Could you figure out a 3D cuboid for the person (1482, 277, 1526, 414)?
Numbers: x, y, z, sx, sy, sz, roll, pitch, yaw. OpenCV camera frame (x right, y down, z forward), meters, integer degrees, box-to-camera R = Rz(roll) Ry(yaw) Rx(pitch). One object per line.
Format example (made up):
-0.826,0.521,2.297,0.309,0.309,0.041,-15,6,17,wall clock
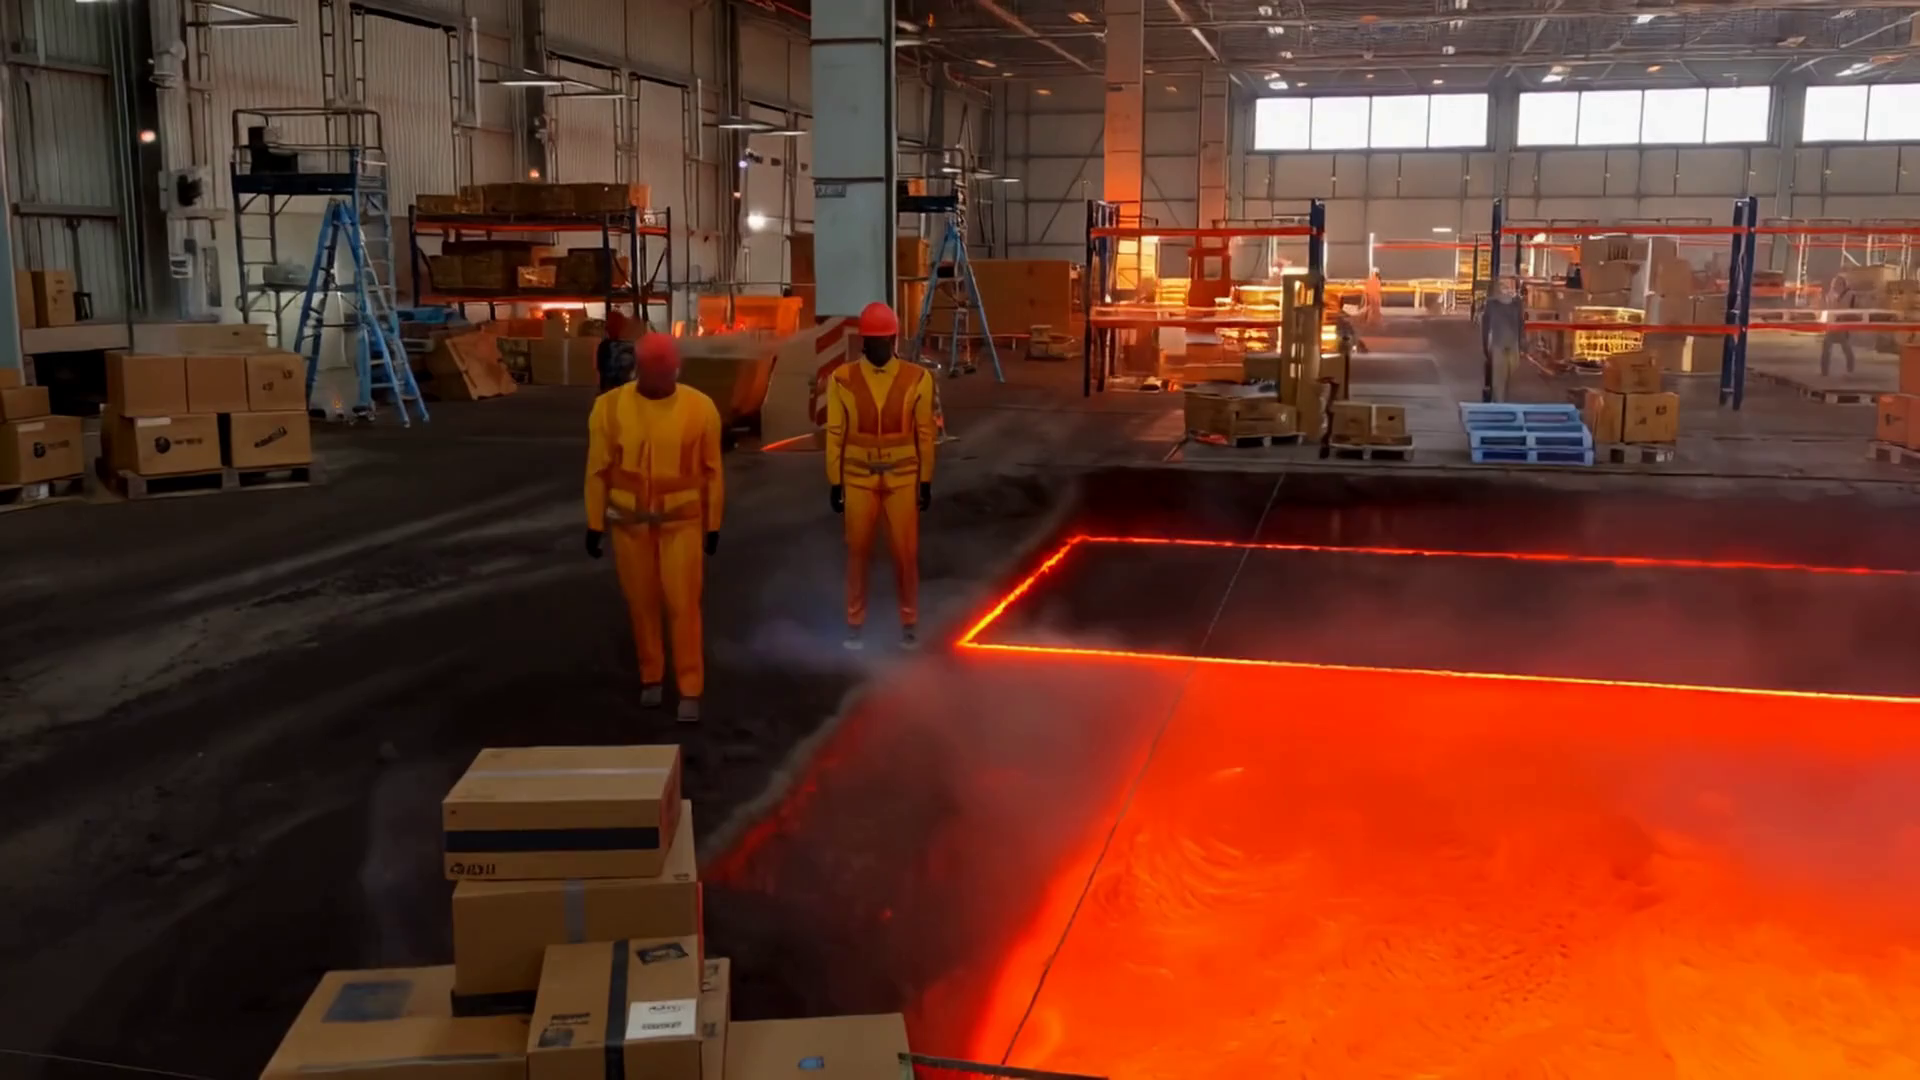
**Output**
7.276,-2.574,22.377,0.631,1.927,0.593,-2,10,-12,person

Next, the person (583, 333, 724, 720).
-1.446,-0.054,7.851,0.645,1.812,0.743,-1,10,-4,person

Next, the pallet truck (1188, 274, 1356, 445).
3.653,-2.138,19.590,1.885,1.965,0.823,-4,10,-20,pallet truck

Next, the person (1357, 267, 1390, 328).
12.759,-7.470,51.327,1.039,1.888,0.652,0,10,1,person

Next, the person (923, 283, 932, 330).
-0.866,-7.345,50.459,0.544,1.929,0.386,-7,12,-36,person

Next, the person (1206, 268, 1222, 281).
8.157,-7.718,52.859,0.606,1.850,0.869,-3,10,-20,person

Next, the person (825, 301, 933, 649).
-0.448,-0.345,9.223,0.601,1.939,0.411,-1,10,-3,person

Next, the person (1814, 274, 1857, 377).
16.088,-3.911,30.381,0.951,1.880,0.600,-5,11,-26,person

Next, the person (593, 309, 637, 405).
-3.336,-1.418,16.245,0.563,1.687,0.561,8,13,40,person

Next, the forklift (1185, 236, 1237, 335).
7.076,-7.145,46.470,1.129,2.768,1.873,4,10,21,forklift

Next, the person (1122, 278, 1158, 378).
3.217,-3.673,29.154,0.665,1.820,0.532,-7,12,-35,person

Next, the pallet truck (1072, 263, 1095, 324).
4.325,-8.180,55.162,0.823,1.965,1.885,6,11,31,pallet truck

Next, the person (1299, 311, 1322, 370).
6.766,-4.123,32.048,0.485,1.738,0.320,-4,10,-20,person

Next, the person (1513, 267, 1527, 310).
14.800,-6.279,44.155,0.551,1.932,0.377,9,13,42,person

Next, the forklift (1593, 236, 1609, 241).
19.895,-8.030,51.686,1.873,2.768,1.129,6,11,31,forklift
